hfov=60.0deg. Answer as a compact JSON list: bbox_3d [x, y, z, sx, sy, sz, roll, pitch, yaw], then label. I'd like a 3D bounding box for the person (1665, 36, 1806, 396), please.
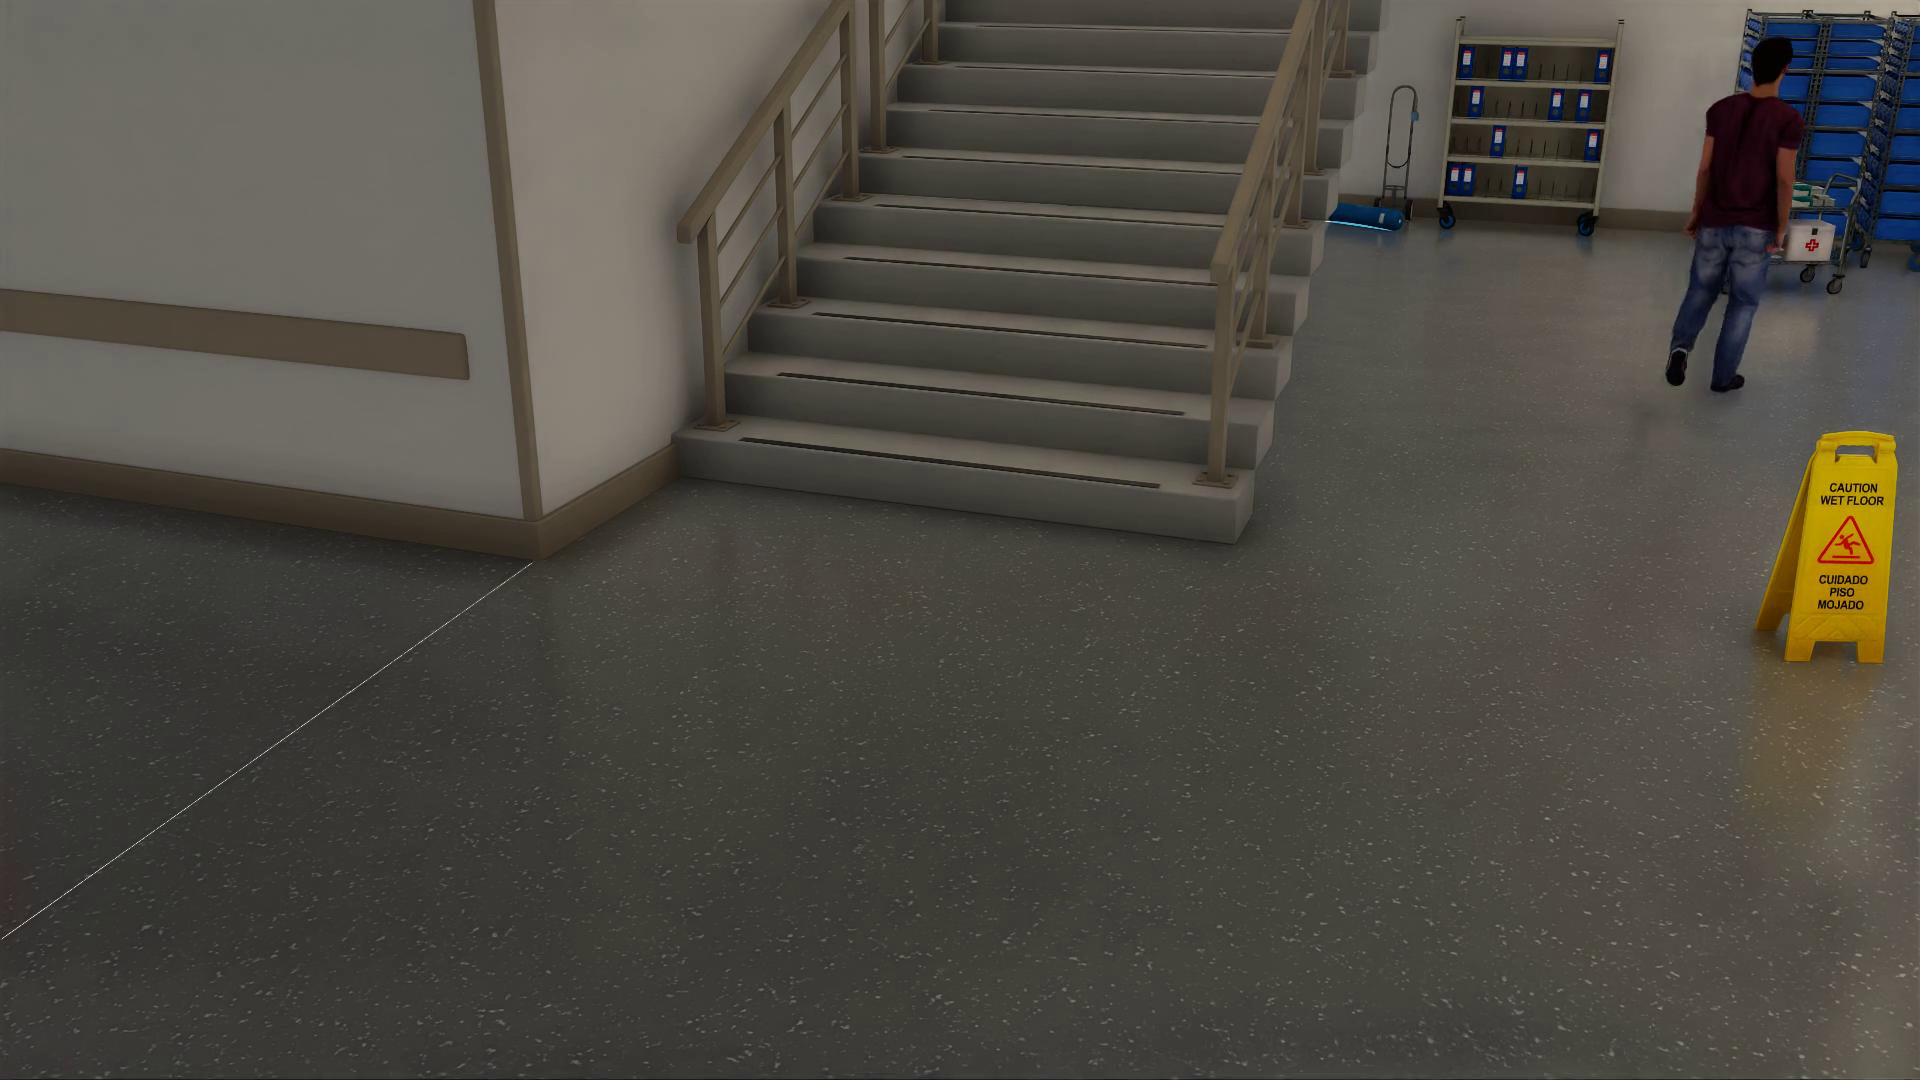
[{"bbox_3d":[3.980,-1.635,8.587,1.007,1.842,0.885,-19,28,-41],"label":"person"}]
